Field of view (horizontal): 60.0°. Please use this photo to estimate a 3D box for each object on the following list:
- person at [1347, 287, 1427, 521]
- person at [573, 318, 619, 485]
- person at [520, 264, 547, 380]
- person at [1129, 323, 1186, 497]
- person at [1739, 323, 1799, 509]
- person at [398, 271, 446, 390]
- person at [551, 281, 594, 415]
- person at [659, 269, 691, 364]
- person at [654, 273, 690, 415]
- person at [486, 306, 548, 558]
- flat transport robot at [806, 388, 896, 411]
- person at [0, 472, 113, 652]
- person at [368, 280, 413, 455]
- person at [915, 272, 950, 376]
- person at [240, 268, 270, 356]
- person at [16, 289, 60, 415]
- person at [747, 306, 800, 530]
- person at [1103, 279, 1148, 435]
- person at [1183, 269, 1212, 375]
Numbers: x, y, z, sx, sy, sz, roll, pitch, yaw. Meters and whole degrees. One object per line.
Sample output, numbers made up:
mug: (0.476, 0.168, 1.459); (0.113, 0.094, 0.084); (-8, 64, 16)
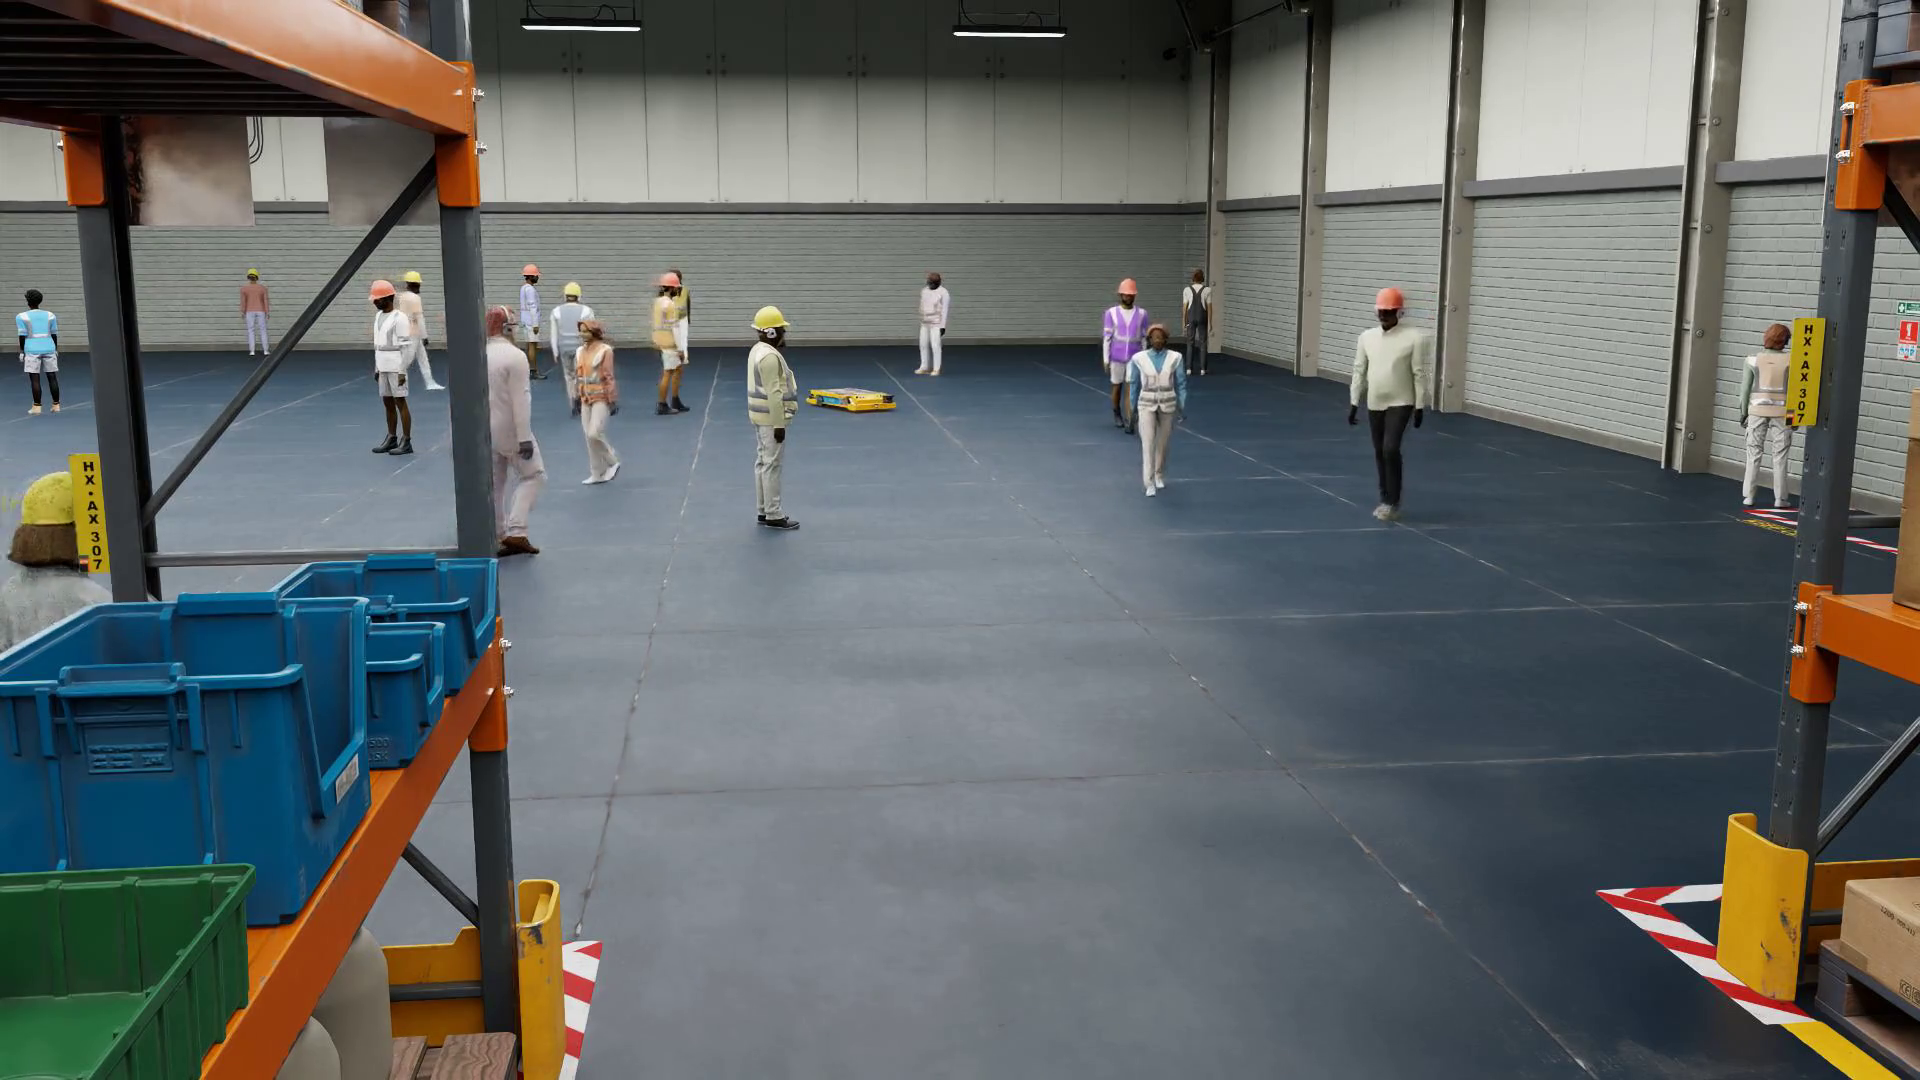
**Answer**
person: (3.604, -1.147, 14.132); (0.612, 1.970, 0.725); (10, 14, 44)
person: (-3.557, -1.335, 16.127); (0.536, 1.624, 0.375); (8, 13, 38)
person: (-7.228, -3.681, 28.134); (0.358, 1.938, 0.548); (-6, 12, -28)
person: (1.849, -1.245, 15.686); (0.514, 1.607, 0.768); (0, 10, -2)
person: (7.198, -1.097, 14.780); (0.515, 1.641, 0.314); (7, 12, 33)
person: (-8.518, -3.225, 25.792); (0.974, 1.884, 0.603); (-8, 13, -39)
person: (-5.182, -2.553, 22.312); (0.598, 1.812, 0.679); (0, 10, -2)
person: (-5.457, -4.264, 31.701); (0.661, 1.809, 0.794); (-7, 12, -34)
person: (-3.859, -2.656, 22.571); (0.660, 1.912, 0.565); (-6, 12, -28)
person: (-3.383, -0.806, 12.487); (0.677, 1.889, 0.462); (7, 13, 35)
flat transport robot: (-1.545, -1.994, 23.458); (0.652, 0.197, 1.431); (-7, 12, -33)
person: (-2.718, 0.631, 5.146); (0.502, 1.684, 0.915); (4, 11, 20)
person: (-6.318, -1.902, 18.412); (0.543, 1.928, 0.374); (8, 13, 37)
person: (-0.463, -3.719, 28.730); (0.673, 1.803, 0.434); (10, 14, 43)
person: (-14.284, -4.613, 33.716); (0.531, 1.767, 0.328); (-4, 11, -22)
person: (-12.500, -2.546, 22.573); (0.316, 1.696, 0.540); (7, 13, 35)
person: (-1.542, -1.004, 13.739); (0.404, 1.837, 0.589); (-4, 11, -19)
person: (2.050, -2.287, 20.633); (0.552, 1.905, 0.980); (0, 10, 1)
person: (4.153, -3.810, 29.093); (0.511, 1.844, 0.328); (2, 11, 13)
